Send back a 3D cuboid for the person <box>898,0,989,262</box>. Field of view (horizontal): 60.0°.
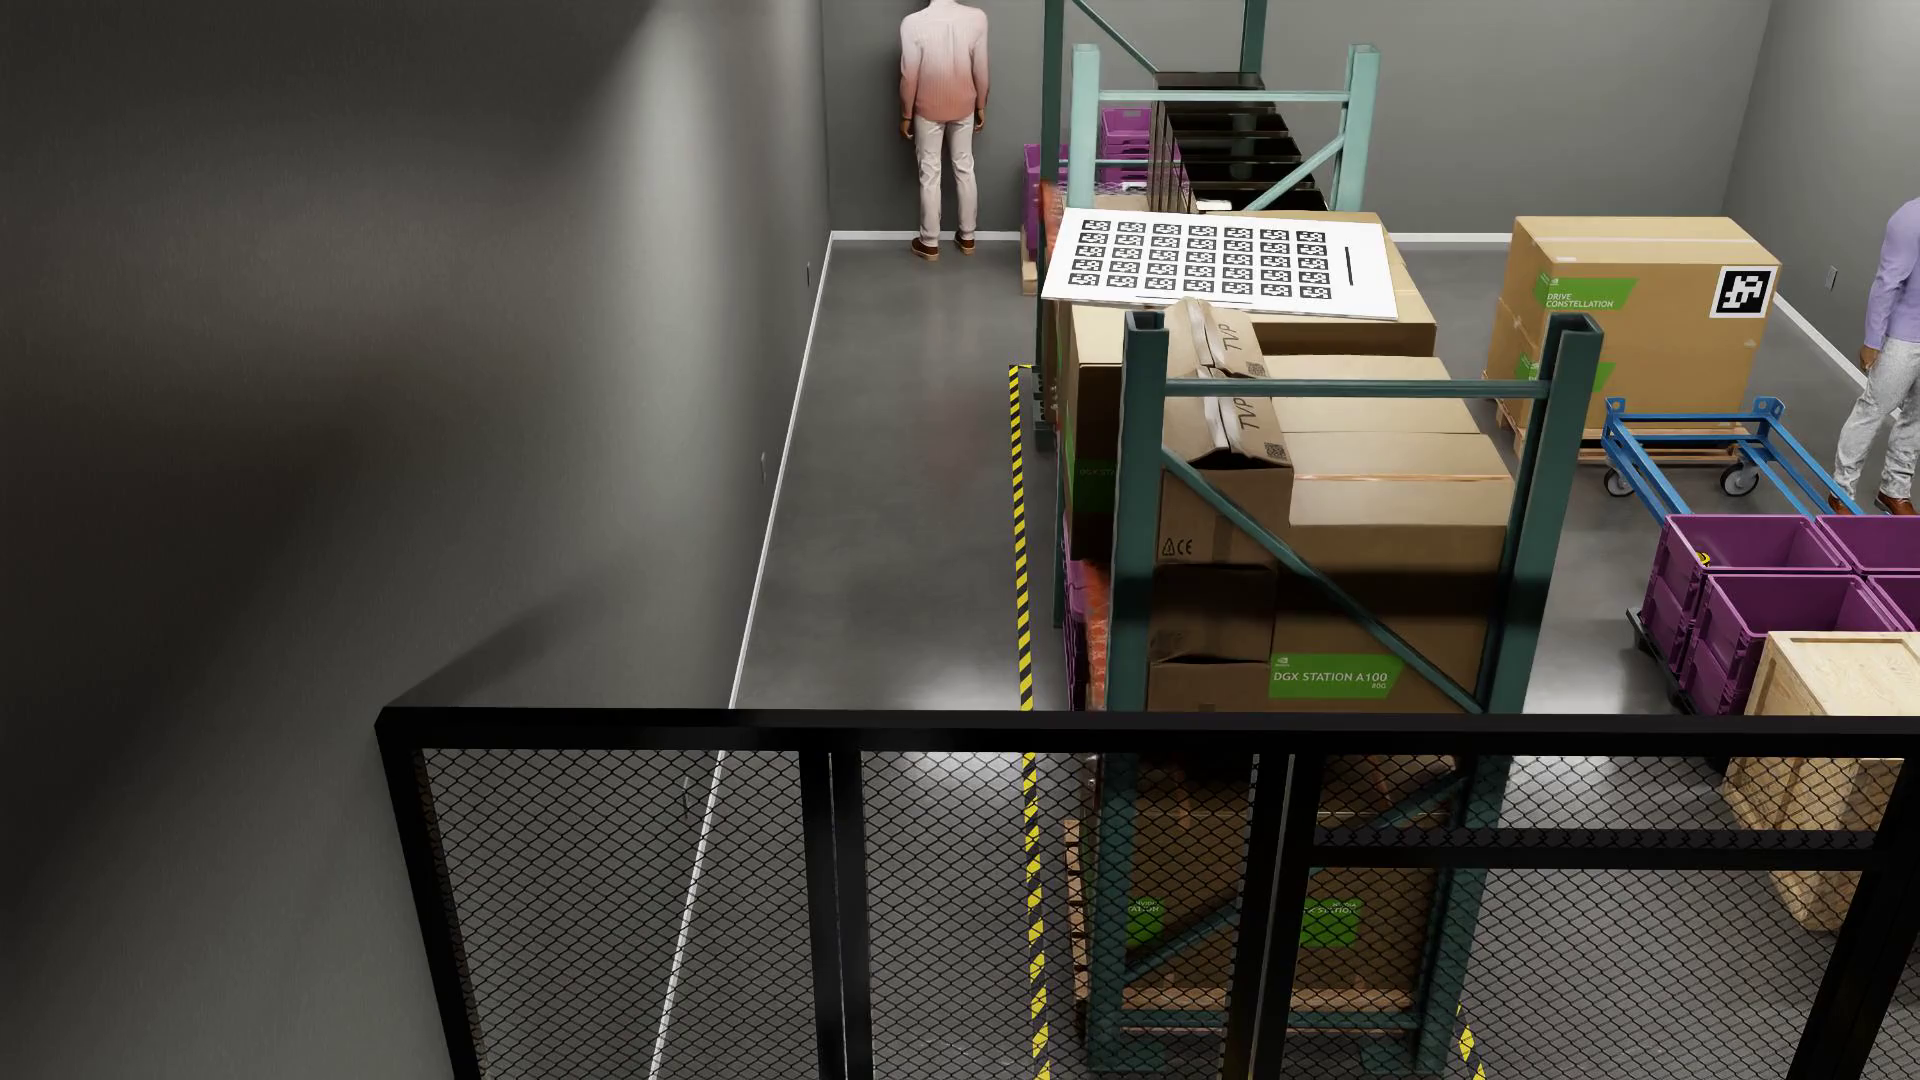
[{"bbox_3d":[-0.113,-2.819,10.844,0.626,1.992,0.387,-13,33,-20],"label":"person"}]

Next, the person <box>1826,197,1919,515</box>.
[{"bbox_3d":[4.527,-0.945,7.785,0.630,1.940,0.372,-1,31,-2],"label":"person"}]
